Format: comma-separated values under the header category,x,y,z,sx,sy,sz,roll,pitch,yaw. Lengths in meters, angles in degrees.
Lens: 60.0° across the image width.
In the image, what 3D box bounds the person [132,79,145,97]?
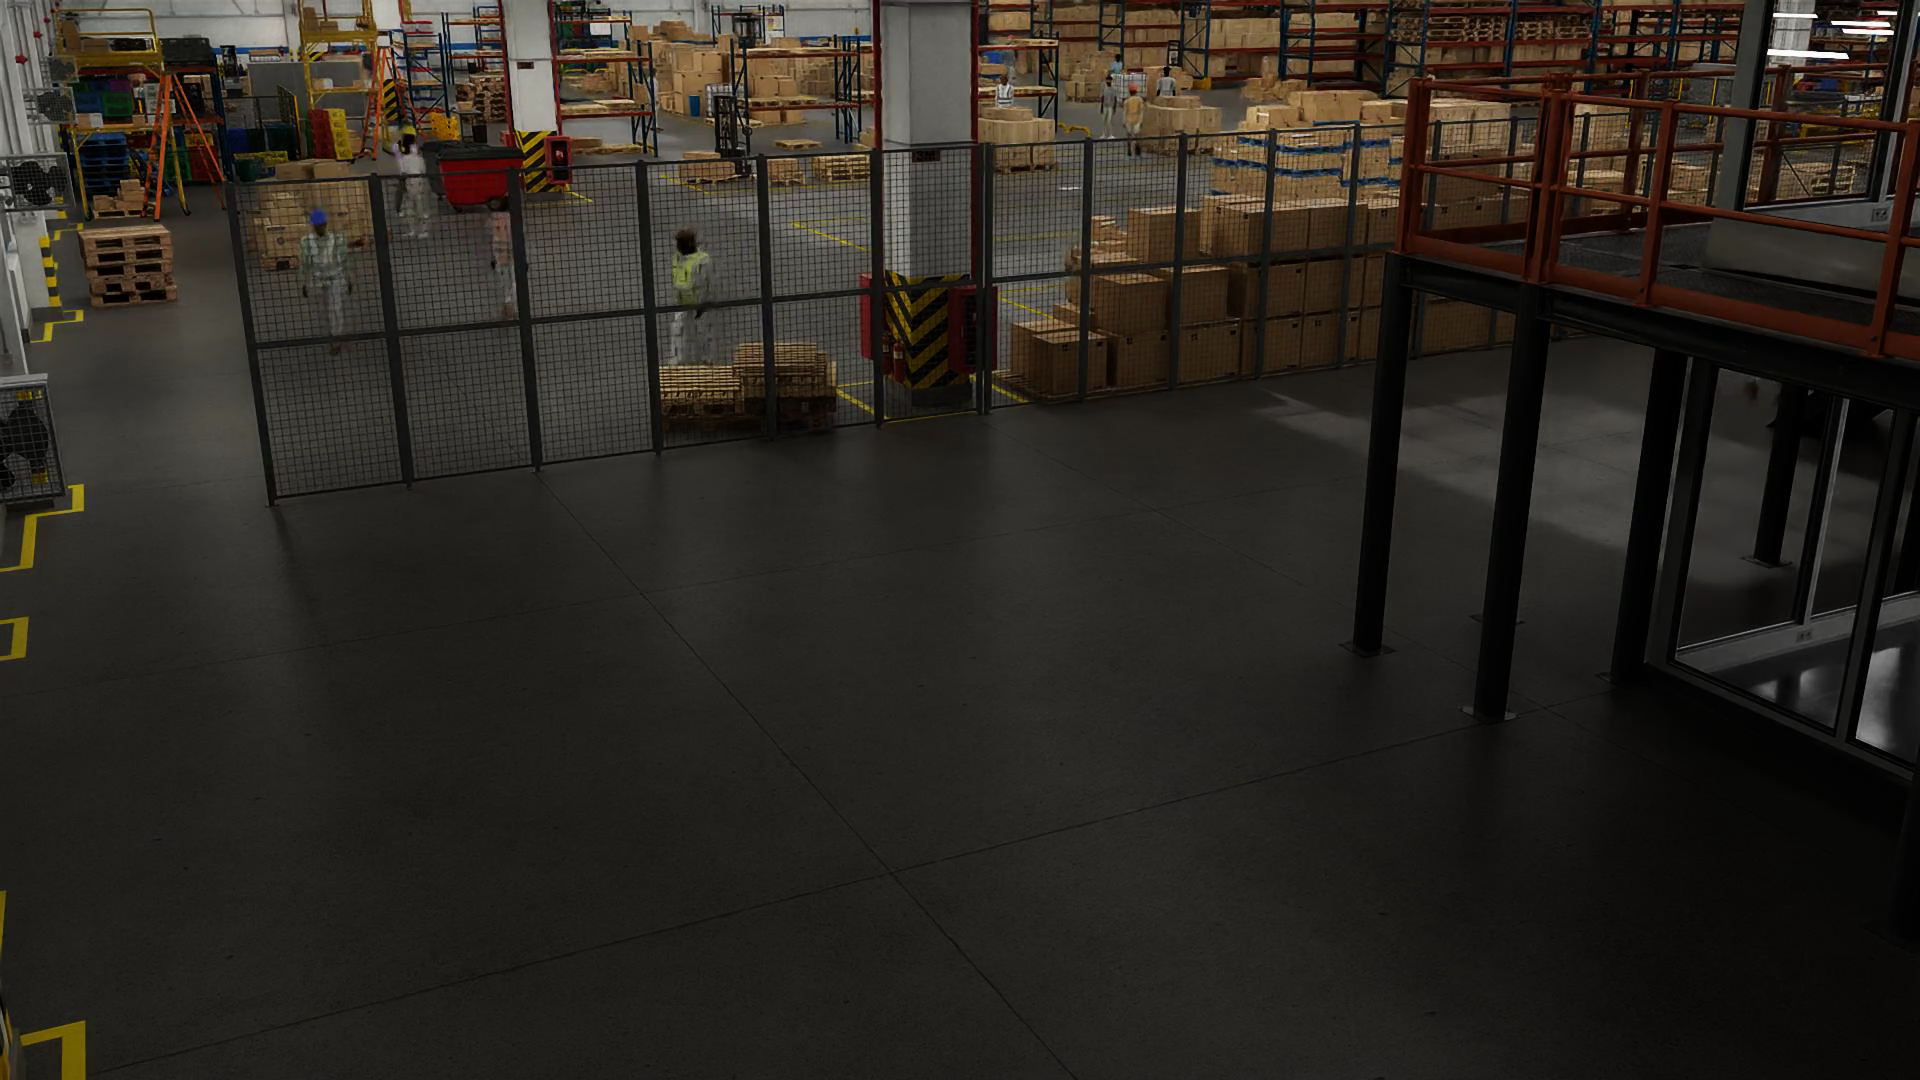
category,x,y,z,sx,sy,sz,roll,pitch,yaw
person,-25.363,-13.405,51.419,0.523,1.631,0.323,6,20,18

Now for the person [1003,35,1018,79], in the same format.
category,x,y,z,sx,sy,sz,roll,pitch,yaw
person,2.266,-22.099,76.142,0.652,1.935,1.028,-15,24,-37

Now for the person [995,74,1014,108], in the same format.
category,x,y,z,sx,sy,sz,roll,pitch,yaw
person,1.317,-12.966,49.761,0.584,1.882,0.348,7,20,19

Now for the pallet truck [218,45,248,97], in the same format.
category,x,y,z,sx,sy,sz,roll,pitch,yaw
pallet truck,-28.879,-18.665,66.111,0.823,1.965,1.885,-3,19,-9

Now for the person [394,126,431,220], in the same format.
category,x,y,z,sx,sy,sz,roll,pitch,yaw
person,-11.254,-7.483,33.914,1.042,1.865,0.615,16,25,39

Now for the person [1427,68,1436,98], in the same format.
category,x,y,z,sx,sy,sz,roll,pitch,yaw
person,16.107,-15.371,57.106,0.522,1.637,0.306,-17,25,-40

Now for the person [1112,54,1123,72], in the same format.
category,x,y,z,sx,sy,sz,roll,pitch,yaw
person,6.197,-18.267,65.429,0.544,1.680,0.404,-14,24,-35

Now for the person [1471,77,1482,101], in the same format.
category,x,y,z,sx,sy,sz,roll,pitch,yaw
person,15.901,-13.394,51.266,0.934,1.721,0.535,0,19,0

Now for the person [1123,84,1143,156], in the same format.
category,x,y,z,sx,sy,sz,roll,pitch,yaw
person,4.692,-11.386,45.127,0.562,1.918,0.505,-1,19,-4

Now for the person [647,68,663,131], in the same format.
category,x,y,z,sx,sy,sz,roll,pitch,yaw
person,-9.593,-13.809,52.124,0.371,1.939,0.627,-10,21,-27

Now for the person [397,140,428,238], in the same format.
category,x,y,z,sx,sy,sz,roll,pitch,yaw
person,-10.404,-6.651,31.519,0.679,1.840,0.550,14,23,35

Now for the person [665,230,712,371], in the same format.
category,x,y,z,sx,sy,sz,roll,pitch,yaw
person,-3.453,-2.966,20.888,0.630,1.814,0.816,12,22,31

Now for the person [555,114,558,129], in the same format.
category,x,y,z,sx,sy,sz,roll,pitch,yaw
person,-10.488,-10.382,42.032,0.670,2.000,0.701,4,19,12

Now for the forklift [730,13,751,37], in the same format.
category,x,y,z,sx,sy,sz,roll,pitch,yaw
forklift,-10.472,-23.840,79.777,1.129,2.768,1.873,-9,21,-25

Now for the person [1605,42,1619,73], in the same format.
category,x,y,z,sx,sy,sz,roll,pitch,yaw
person,28.434,-20.943,72.687,0.611,2.021,0.841,-2,19,-7

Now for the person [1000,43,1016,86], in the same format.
category,x,y,z,sx,sy,sz,roll,pitch,yaw
person,1.994,-19.577,68.843,0.635,1.937,0.352,3,19,9

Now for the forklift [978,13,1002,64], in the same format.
category,x,y,z,sx,sy,sz,roll,pitch,yaw
forklift,1.087,-23.534,78.892,1.873,2.768,1.129,7,20,18

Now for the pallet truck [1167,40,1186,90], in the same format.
category,x,y,z,sx,sy,sz,roll,pitch,yaw
pallet truck,9.045,-19.971,69.895,0.823,1.965,1.885,-3,19,-8

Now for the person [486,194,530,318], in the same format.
category,x,y,z,sx,sy,sz,roll,pitch,yaw
person,-6.558,-4.084,24.130,0.642,1.820,0.675,4,19,11

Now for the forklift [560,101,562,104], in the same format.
category,x,y,z,sx,sy,sz,roll,pitch,yaw
forklift,-15.939,-17.585,61.645,1.873,2.768,1.129,-9,21,-25

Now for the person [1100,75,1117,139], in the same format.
category,x,y,z,sx,sy,sz,roll,pitch,yaw
person,4.440,-12.937,49.723,0.513,1.859,0.321,13,23,34

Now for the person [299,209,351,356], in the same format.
category,x,y,z,sx,sy,sz,roll,pitch,yaw
person,-8.461,-3.473,22.214,0.628,1.913,0.960,-3,19,-9

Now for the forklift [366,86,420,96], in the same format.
category,x,y,z,sx,sy,sz,roll,pitch,yaw
forklift,-22.536,-19.027,65.825,1.129,2.768,1.873,14,23,35

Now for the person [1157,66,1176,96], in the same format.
category,x,y,z,sx,sy,sz,roll,pitch,yaw
person,6.479,-13.896,52.332,0.605,1.966,0.367,0,19,-1

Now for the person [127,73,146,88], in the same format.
category,x,y,z,sx,sy,sz,roll,pitch,yaw
person,-27.191,-14.805,55.036,0.587,1.922,0.383,-17,25,-41

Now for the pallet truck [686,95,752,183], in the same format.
category,x,y,z,sx,sy,sz,roll,pitch,yaw
pallet truck,-5.836,-9.608,39.856,0.823,1.965,1.885,10,22,27
